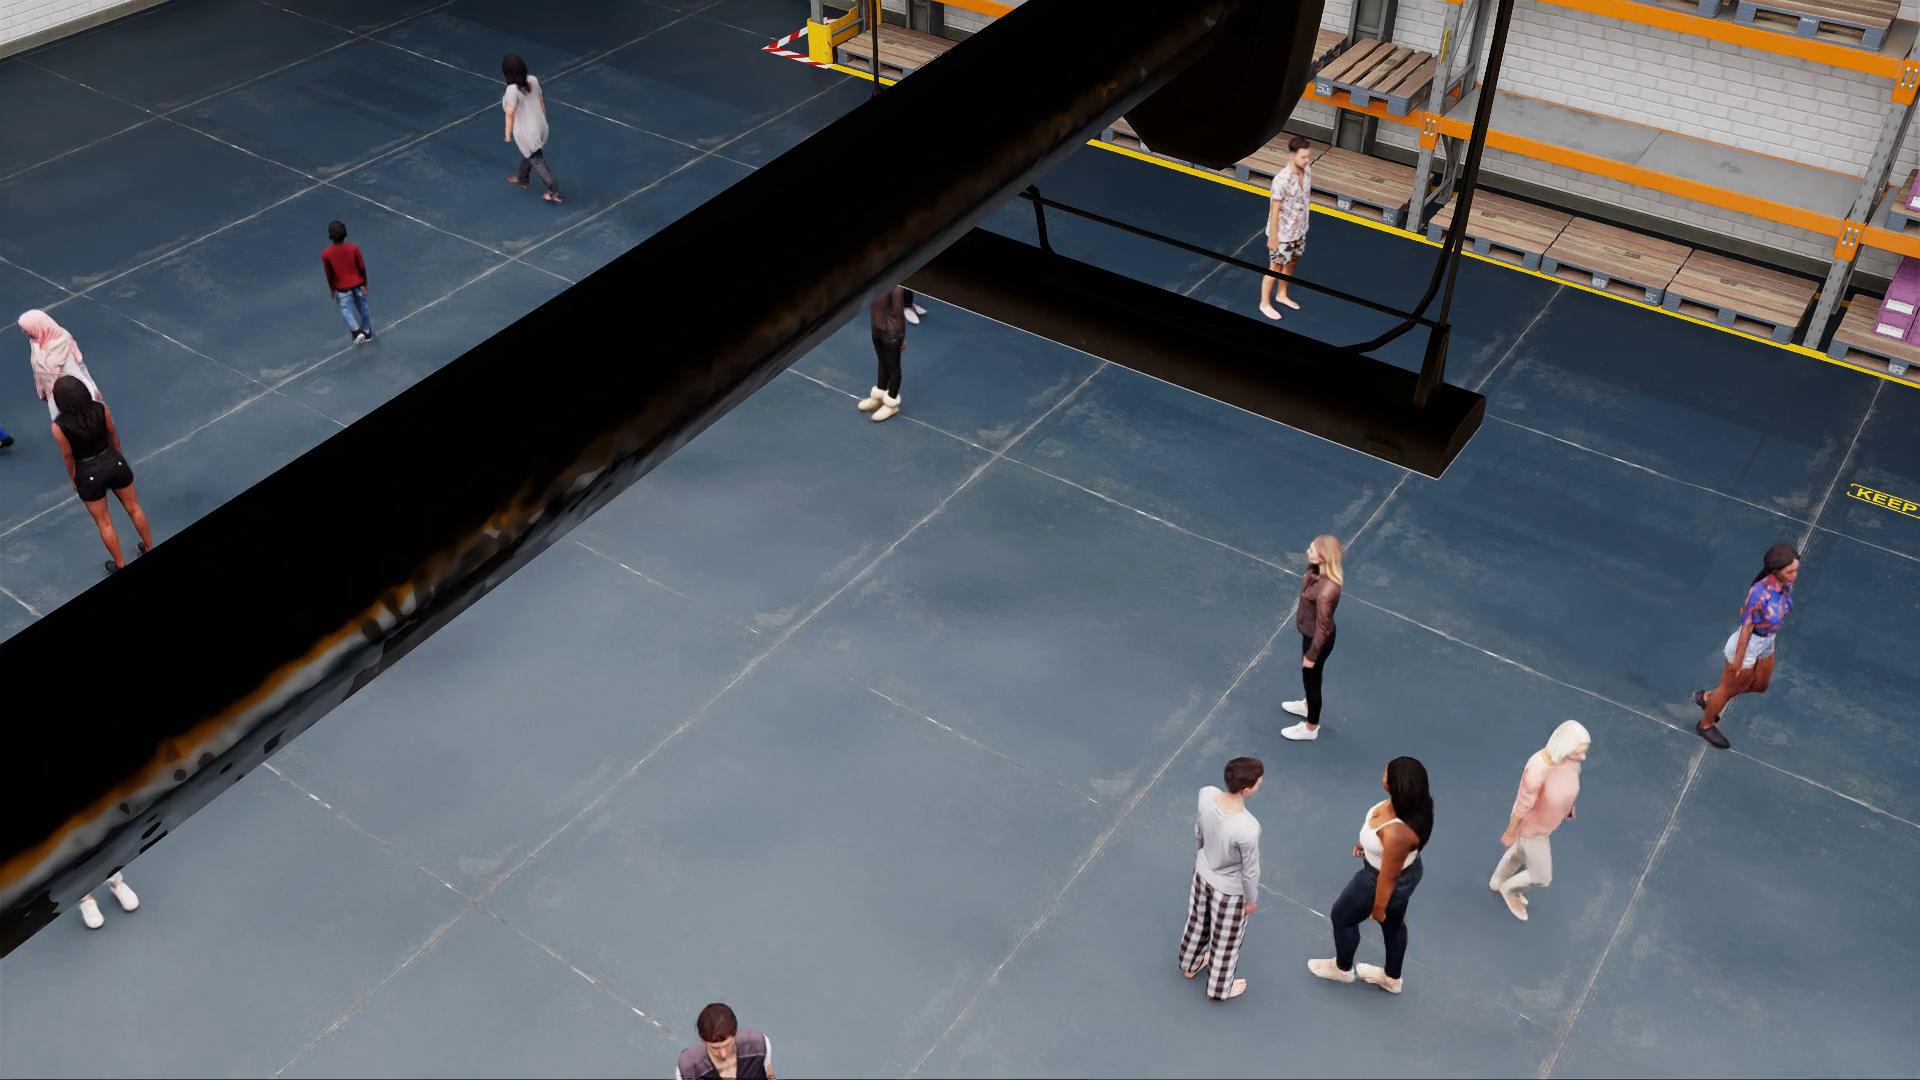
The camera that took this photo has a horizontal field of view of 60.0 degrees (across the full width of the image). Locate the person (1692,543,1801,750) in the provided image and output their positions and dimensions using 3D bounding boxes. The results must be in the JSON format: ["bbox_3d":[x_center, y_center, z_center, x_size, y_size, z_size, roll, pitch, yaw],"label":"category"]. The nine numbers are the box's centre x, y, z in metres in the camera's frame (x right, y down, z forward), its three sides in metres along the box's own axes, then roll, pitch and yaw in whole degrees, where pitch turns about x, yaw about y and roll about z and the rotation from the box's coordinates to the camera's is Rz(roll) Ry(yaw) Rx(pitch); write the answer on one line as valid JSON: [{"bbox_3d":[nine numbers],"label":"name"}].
[{"bbox_3d":[5.240,0.675,11.201,0.688,1.732,0.741,-25,45,-28],"label":"person"}]

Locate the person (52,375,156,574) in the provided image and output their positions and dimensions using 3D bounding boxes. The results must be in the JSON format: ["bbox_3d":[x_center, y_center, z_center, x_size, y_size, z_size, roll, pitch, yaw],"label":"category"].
[{"bbox_3d":[-6.536,-0.499,12.664,0.511,1.739,0.579,26,45,29],"label":"person"}]

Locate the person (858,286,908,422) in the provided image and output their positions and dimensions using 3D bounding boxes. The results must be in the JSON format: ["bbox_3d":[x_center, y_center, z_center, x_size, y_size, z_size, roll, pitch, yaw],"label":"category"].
[{"bbox_3d":[-0.622,-1.827,14.388,0.666,1.664,0.722,10,40,13],"label":"person"}]

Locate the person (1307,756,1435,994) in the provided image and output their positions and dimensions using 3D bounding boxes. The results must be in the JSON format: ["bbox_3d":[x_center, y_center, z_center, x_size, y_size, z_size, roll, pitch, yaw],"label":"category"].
[{"bbox_3d":[2.547,1.980,9.519,0.740,1.790,0.617,22,43,25],"label":"person"}]

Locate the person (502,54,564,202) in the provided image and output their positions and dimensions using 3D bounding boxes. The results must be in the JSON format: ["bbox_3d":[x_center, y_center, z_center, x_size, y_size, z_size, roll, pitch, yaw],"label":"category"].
[{"bbox_3d":[-4.510,-4.323,17.588,1.058,1.571,0.745,17,42,20],"label":"person"}]

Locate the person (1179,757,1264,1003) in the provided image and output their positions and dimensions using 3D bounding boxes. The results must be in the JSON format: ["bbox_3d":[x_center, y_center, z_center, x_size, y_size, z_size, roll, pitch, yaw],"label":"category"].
[{"bbox_3d":[1.504,1.941,9.524,0.753,1.846,0.600,-23,44,-26],"label":"person"}]

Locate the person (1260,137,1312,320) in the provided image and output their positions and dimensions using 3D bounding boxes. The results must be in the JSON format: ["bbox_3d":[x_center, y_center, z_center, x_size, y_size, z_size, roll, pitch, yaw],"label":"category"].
[{"bbox_3d":[3.083,-2.975,15.707,0.713,1.811,0.635,-31,48,-33],"label":"person"}]

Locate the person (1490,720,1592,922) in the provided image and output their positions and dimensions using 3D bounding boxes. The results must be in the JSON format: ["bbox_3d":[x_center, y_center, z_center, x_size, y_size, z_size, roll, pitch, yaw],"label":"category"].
[{"bbox_3d":[3.405,1.641,10.013,0.779,1.704,0.749,-31,48,-32],"label":"person"}]

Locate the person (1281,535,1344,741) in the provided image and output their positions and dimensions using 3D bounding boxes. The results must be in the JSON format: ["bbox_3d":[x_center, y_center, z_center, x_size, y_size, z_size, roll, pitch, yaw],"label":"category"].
[{"bbox_3d":[2.415,0.656,11.247,0.641,1.703,0.673,8,39,9],"label":"person"}]

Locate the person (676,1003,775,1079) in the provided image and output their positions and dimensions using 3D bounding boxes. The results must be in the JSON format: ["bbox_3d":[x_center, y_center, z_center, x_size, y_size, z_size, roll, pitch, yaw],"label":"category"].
[{"bbox_3d":[-1.134,2.909,8.310,0.753,1.848,0.755,-16,41,-19],"label":"person"}]

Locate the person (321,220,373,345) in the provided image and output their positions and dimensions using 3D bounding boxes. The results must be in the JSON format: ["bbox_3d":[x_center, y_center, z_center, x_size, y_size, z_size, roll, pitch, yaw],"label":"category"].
[{"bbox_3d":[-5.640,-2.351,15.378,0.626,1.247,0.693,-20,43,-23],"label":"person"}]

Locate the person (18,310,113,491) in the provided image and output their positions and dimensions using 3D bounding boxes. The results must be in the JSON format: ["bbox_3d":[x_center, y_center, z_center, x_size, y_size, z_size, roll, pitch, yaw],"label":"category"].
[{"bbox_3d":[-7.012,-1.083,13.359,0.813,1.784,0.790,4,39,5],"label":"person"}]
